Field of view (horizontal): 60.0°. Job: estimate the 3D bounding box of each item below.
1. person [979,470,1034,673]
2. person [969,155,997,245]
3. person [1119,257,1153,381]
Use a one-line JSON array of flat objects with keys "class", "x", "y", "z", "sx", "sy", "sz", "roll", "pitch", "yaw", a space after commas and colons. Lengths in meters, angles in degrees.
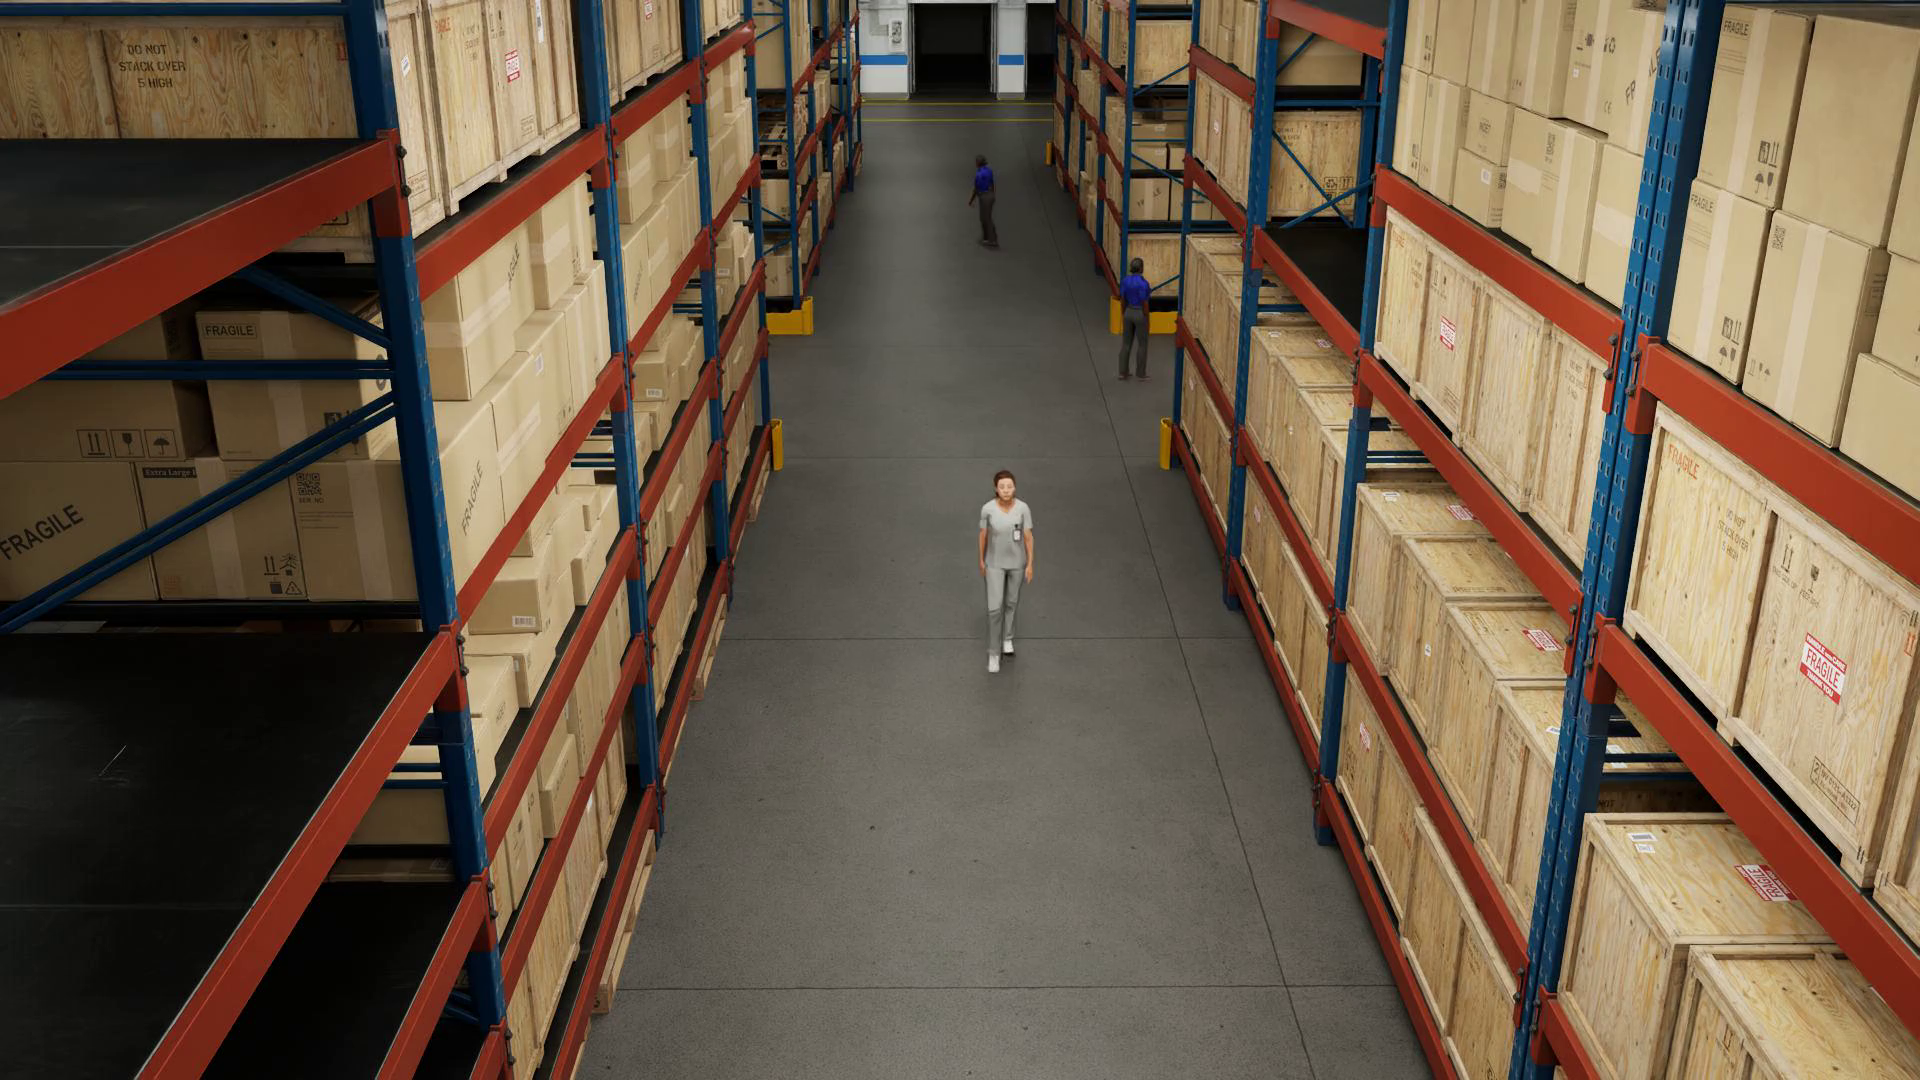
[{"class": "person", "x": 0.395, "y": 0.233, "z": 14.022, "sx": 0.450, "sy": 1.679, "sz": 0.627, "roll": -2, "pitch": 22, "yaw": -6}, {"class": "person", "x": 0.425, "y": -6.204, "z": 30.393, "sx": 0.507, "sy": 1.665, "sz": 0.529, "roll": 9, "pitch": 23, "yaw": 22}, {"class": "person", "x": 2.369, "y": -2.945, "z": 22.143, "sx": 0.445, "sy": 1.669, "sz": 0.375, "roll": 18, "pitch": 28, "yaw": 38}]
